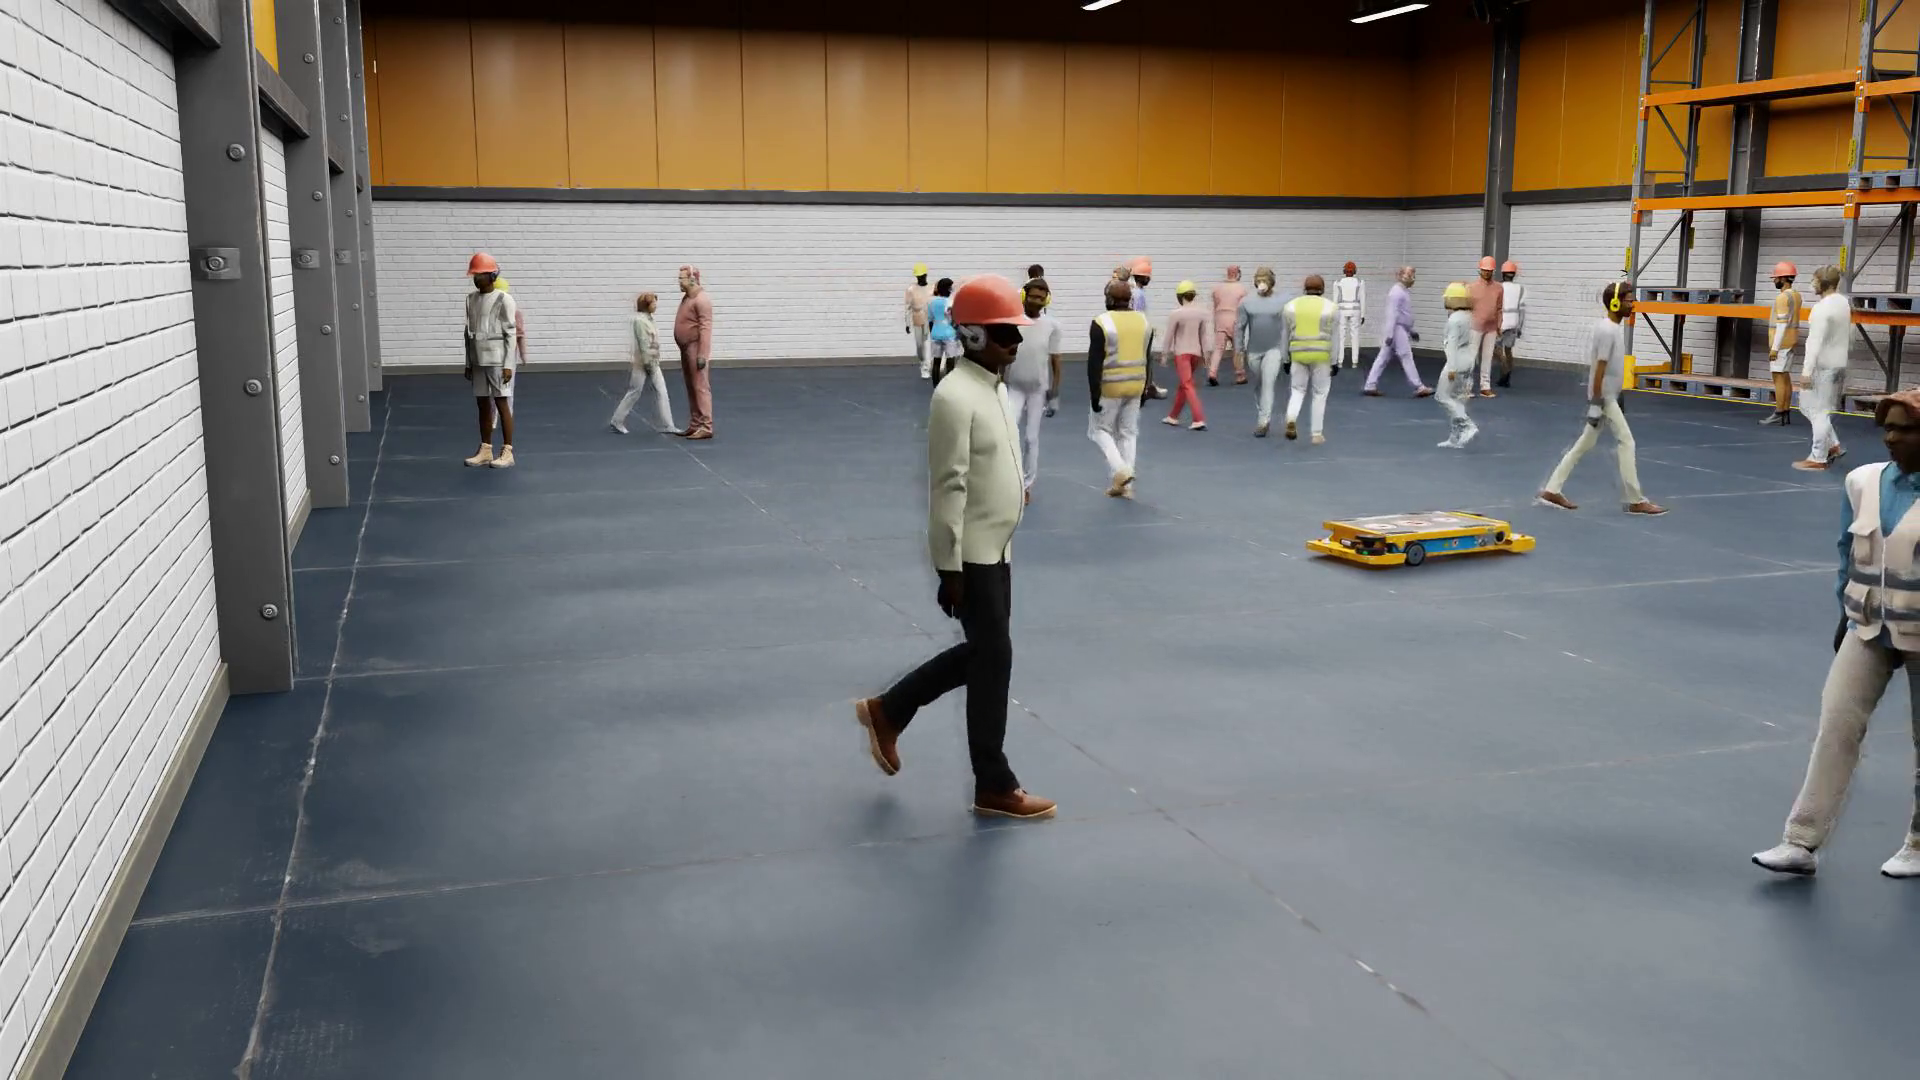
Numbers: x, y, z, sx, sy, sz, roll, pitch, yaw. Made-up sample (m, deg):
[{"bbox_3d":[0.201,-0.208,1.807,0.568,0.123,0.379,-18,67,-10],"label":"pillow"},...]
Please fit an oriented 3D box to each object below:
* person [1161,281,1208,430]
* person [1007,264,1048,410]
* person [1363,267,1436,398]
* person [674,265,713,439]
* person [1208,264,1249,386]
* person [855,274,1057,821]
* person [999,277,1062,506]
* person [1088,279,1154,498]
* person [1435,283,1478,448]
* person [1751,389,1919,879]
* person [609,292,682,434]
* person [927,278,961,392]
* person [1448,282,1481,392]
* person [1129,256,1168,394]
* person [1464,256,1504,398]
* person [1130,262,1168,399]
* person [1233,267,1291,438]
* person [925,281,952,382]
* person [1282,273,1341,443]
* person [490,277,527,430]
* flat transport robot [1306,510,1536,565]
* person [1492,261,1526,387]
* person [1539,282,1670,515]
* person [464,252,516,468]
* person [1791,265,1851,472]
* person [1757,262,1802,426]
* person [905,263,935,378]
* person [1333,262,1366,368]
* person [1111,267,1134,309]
[{"bbox_3d":[2.625,-2.150,19.358,0.538,1.718,0.902,-6,11,-31],"label":"person"},{"bbox_3d":[0.922,-2.628,21.625,0.488,1.900,0.591,5,11,28],"label":"person"},{"bbox_3d":[6.227,-2.927,23.485,1.035,1.844,0.659,3,10,17],"label":"person"},{"bbox_3d":[-2.948,-2.062,18.309,0.403,1.906,0.651,-5,11,-26],"label":"person"},{"bbox_3d":[4.135,-3.303,25.613,0.640,1.870,0.957,7,12,33],"label":"person"},{"bbox_3d":[-0.024,0.025,6.054,0.756,1.974,0.624,3,10,17],"label":"person"},{"bbox_3d":[0.535,-1.181,13.381,0.555,1.845,0.429,2,10,12],"label":"person"},{"bbox_3d":[1.316,-1.228,13.733,0.631,1.831,0.480,-5,11,-29],"label":"person"},{"bbox_3d":[5.189,-1.809,17.350,0.414,1.735,0.493,7,12,36],"label":"person"},{"bbox_3d":[2.930,0.330,5.297,0.782,1.602,0.545,-5,11,-25],"label":"person"},{"bbox_3d":[-3.580,-1.989,18.751,0.823,1.603,0.527,2,10,12],"label":"person"},{"bbox_3d":[-0.214,-2.829,23.368,0.529,1.691,0.321,6,12,33],"label":"person"},{"bbox_3d":[7.416,-2.983,24.472,0.498,1.621,0.318,1,10,8],"label":"person"},{"bbox_3d":[2.476,-3.074,23.894,0.977,2.006,0.611,1,10,7],"label":"person"},{"bbox_3d":[7.389,-2.999,23.483,0.622,1.990,0.389,-2,10,-12],"label":"person"},{"bbox_3d":[2.490,-2.909,23.201,0.773,1.911,0.549,0,10,3],"label":"person"},{"bbox_3d":[3.413,-2.118,18.727,0.645,1.884,1.039,4,10,21],"label":"person"},{"bbox_3d":[-0.344,-3.291,26.260,0.542,1.624,0.430,4,11,23],"label":"person"},{"bbox_3d":[3.745,-1.928,17.787,0.632,1.828,0.529,5,11,28],"label":"person"},{"bbox_3d":[-5.259,-2.130,19.110,0.555,1.751,0.438,-3,10,-19],"label":"person"},{"bbox_3d":[3.125,-0.027,11.258,1.431,0.197,0.652,-5,11,-25],"label":"flat transport robot"},{"bbox_3d":[8.290,-3.273,25.268,0.559,1.919,0.416,-2,10,-9],"label":"person"},{"bbox_3d":[5.077,-1.114,13.080,0.967,1.827,0.538,4,10,20],"label":"person"},{"bbox_3d":[-4.493,-1.703,15.836,0.605,2.045,0.372,5,11,28],"label":"person"},{"bbox_3d":[8.029,-1.593,15.530,0.436,1.925,0.656,9,13,43],"label":"person"},{"bbox_3d":[9.713,-2.318,19.704,0.364,1.934,0.553,9,13,42],"label":"person"},{"bbox_3d":[-0.579,-3.616,27.412,0.632,1.883,0.895,2,10,9],"label":"person"},{"bbox_3d":[6.914,-3.999,29.589,0.573,1.883,0.355,3,10,15],"label":"person"},{"bbox_3d":[2.197,-2.783,22.657,0.343,1.847,0.506,0,10,2],"label":"person"}]
